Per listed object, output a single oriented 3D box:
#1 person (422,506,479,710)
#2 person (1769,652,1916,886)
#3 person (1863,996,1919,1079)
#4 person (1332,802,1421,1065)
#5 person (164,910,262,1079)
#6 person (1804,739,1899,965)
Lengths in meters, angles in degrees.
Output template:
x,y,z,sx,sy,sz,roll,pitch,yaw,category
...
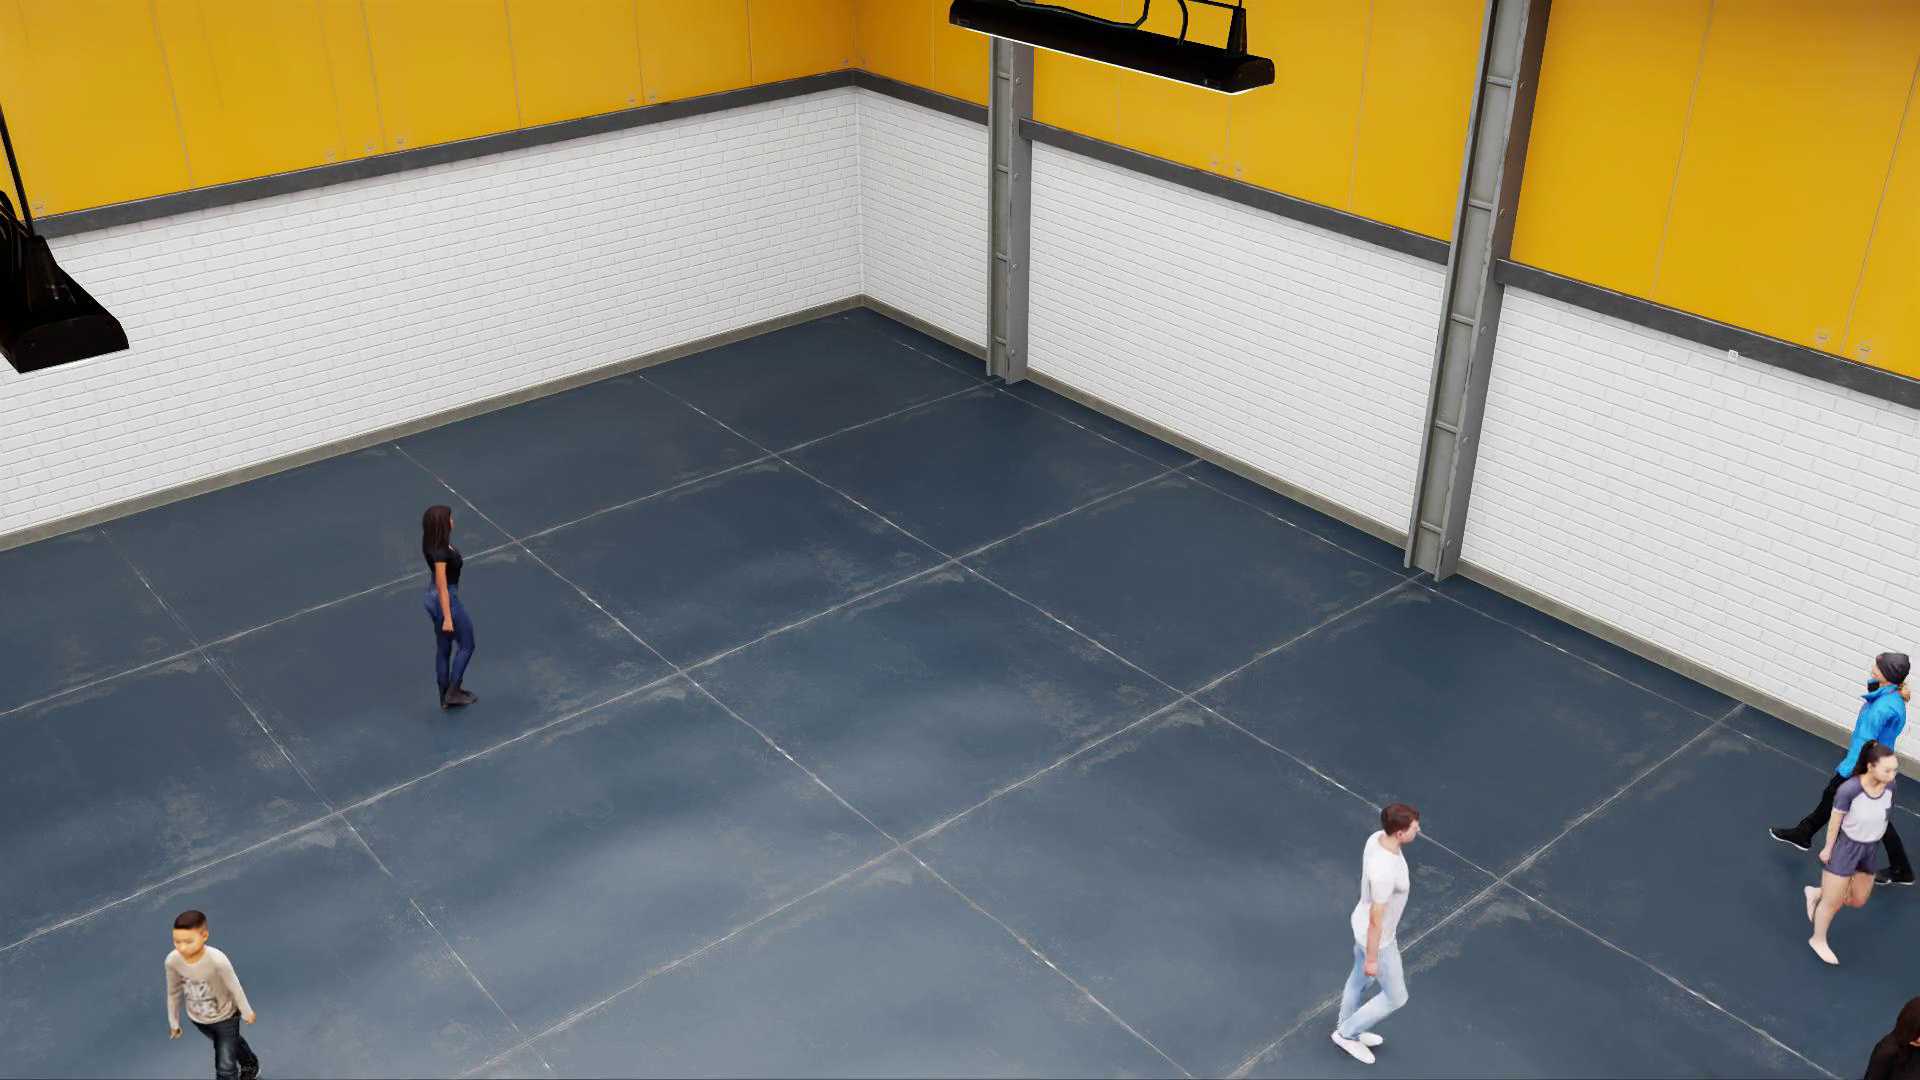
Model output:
x,y,z,sx,sy,sz,roll,pitch,yaw,category
-4.139,0.568,13.234,0.685,1.713,0.565,-12,31,-21,person
6.276,1.601,11.309,1.229,1.743,0.802,20,34,32,person
4.845,2.996,8.878,0.753,1.621,0.982,-10,30,-18,person
2.375,2.325,9.877,0.854,1.842,0.804,4,29,7,person
-4.271,2.694,9.621,0.963,1.439,1.002,4,29,7,person
5.690,1.967,10.752,0.765,1.634,0.854,-6,29,-11,person
